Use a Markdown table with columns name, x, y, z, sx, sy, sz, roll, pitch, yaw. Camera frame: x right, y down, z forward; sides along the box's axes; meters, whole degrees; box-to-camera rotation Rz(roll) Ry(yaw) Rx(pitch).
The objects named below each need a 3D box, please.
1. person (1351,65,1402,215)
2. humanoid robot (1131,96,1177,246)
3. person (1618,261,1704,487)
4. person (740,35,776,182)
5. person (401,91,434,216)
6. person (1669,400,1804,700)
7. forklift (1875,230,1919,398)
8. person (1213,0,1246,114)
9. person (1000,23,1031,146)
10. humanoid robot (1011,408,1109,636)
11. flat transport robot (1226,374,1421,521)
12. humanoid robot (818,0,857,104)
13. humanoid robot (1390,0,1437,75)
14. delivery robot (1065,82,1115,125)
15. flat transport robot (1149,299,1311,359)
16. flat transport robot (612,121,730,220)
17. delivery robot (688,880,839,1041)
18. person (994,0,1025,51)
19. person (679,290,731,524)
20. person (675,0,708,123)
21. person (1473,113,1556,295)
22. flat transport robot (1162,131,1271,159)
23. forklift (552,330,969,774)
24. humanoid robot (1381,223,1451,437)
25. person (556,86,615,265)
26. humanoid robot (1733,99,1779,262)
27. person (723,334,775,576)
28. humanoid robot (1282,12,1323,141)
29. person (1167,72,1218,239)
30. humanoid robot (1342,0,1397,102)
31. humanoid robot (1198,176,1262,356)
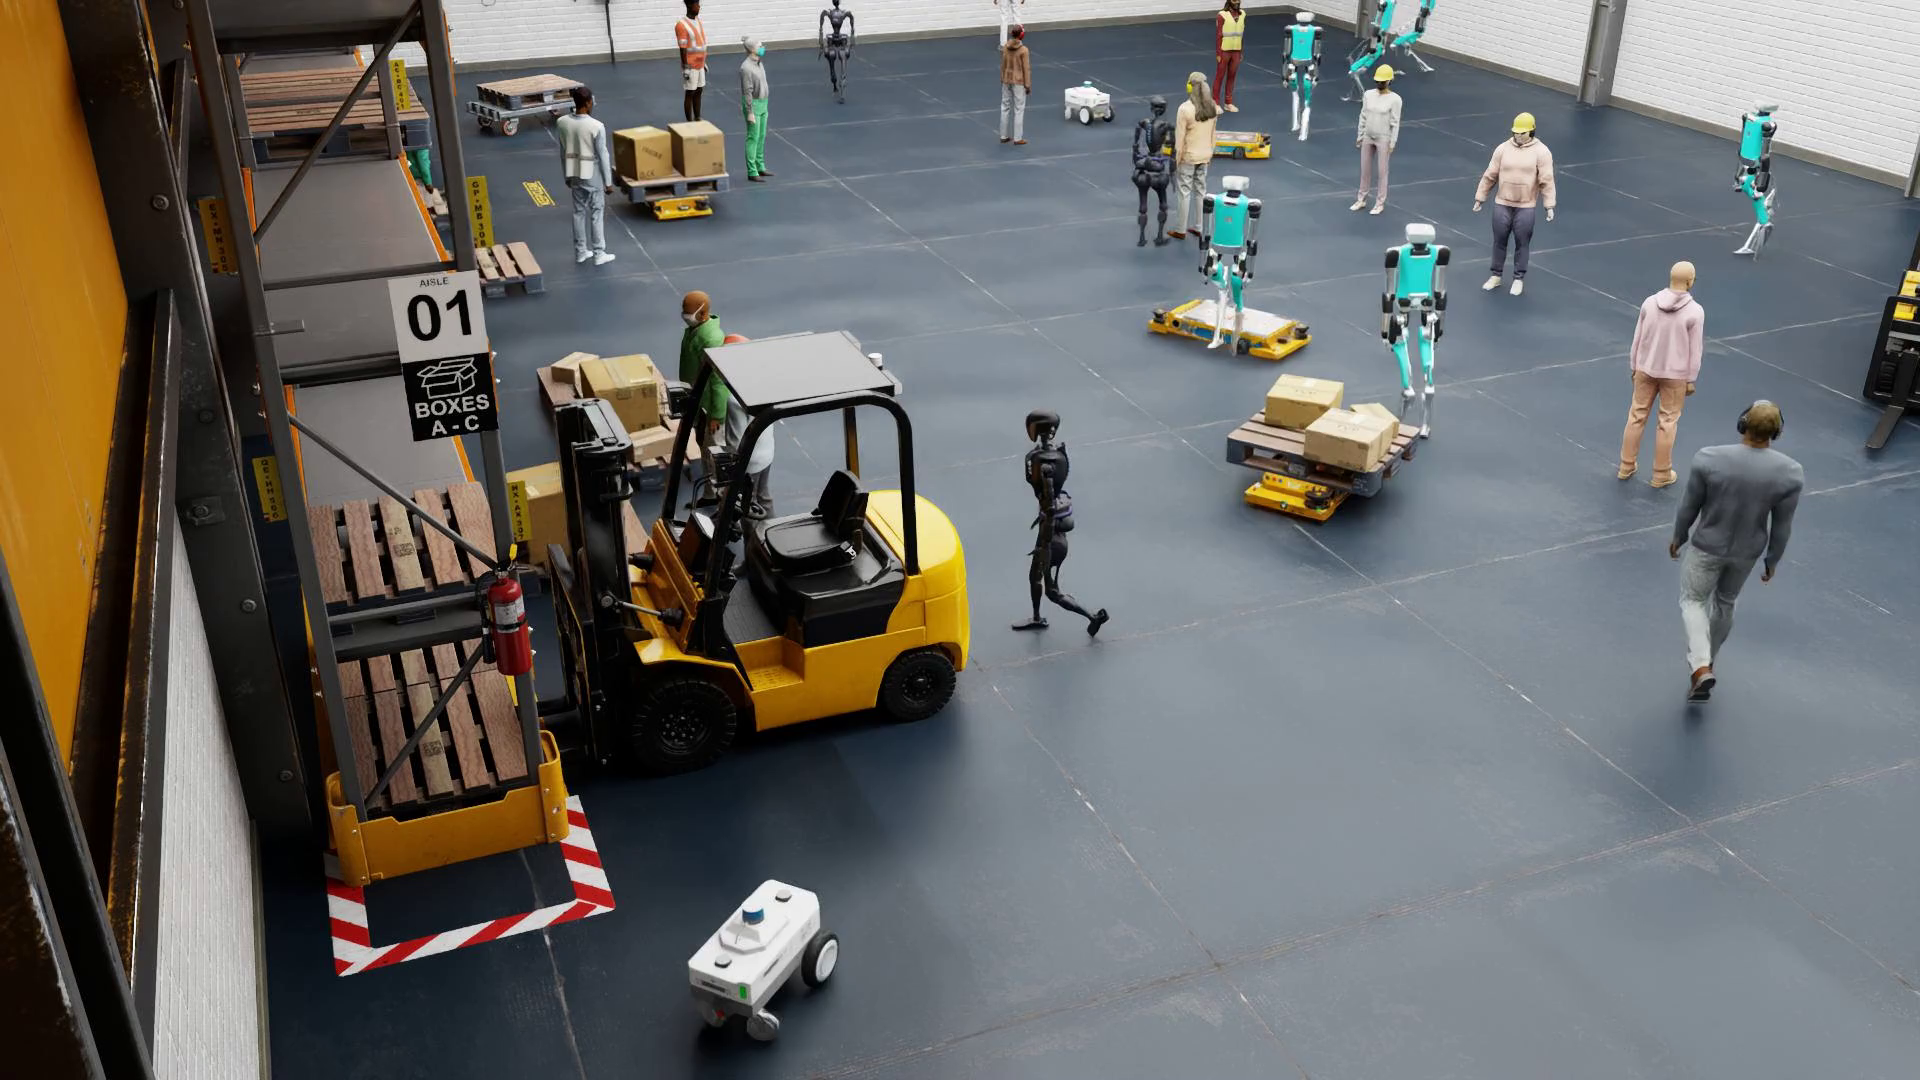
| name | x | y | z | sx | sy | sz | roll | pitch | yaw |
| --- | --- | --- | --- | --- | --- | --- | --- | --- | --- |
| person | 4.970 | -4.772 | 19.823 | 0.526 | 1.761 | 0.331 | 23 | 35 | 38 |
| humanoid robot | 2.152 | -4.134 | 18.656 | 0.583 | 1.643 | 0.375 | 17 | 31 | 30 |
| person | 5.413 | -1.271 | 12.832 | 0.525 | 1.780 | 0.404 | 22 | 34 | 37 |
| person | -2.597 | -5.511 | 21.211 | 0.332 | 1.829 | 0.523 | 7 | 28 | 14 |
| person | -5.913 | -3.947 | 18.089 | 0.406 | 1.843 | 0.500 | -19 | 33 | -34 |
| person | 4.639 | 0.065 | 10.033 | 0.633 | 1.911 | 0.798 | 5 | 27 | 9 |
| forklift | 9.029 | -2.397 | 14.618 | 1.214 | 2.155 | 2.313 | 18 | 32 | 32 |
| person | 4.005 | -7.271 | 24.782 | 0.467 | 1.767 | 0.377 | -12 | 29 | -22 |
| person | 0.757 | -6.280 | 22.947 | 0.473 | 1.642 | 0.334 | 16 | 31 | 29 |
| humanoid robot | 0.658 | -0.104 | 10.652 | 0.628 | 1.623 | 0.610 | 0 | 27 | 0 |
| flat transport robot | 2.838 | -0.554 | 13.089 | 0.659 | 0.231 | 1.431 | 17 | 31 | 30 |
| humanoid robot | -1.884 | -7.598 | 25.589 | 0.600 | 1.631 | 0.786 | 0 | 27 | 1 |
| humanoid robot | 7.345 | -8.403 | 27.064 | 0.949 | 1.733 | 0.554 | 10 | 29 | 20 |
| delivery robot | 1.890 | -6.412 | 24.442 | 0.506 | 0.611 | 0.783 | -18 | 32 | -32 |
| flat transport robot | 2.605 | -2.054 | 16.073 | 1.431 | 0.231 | 0.659 | 20 | 33 | 34 |
| flat transport robot | -3.537 | -4.201 | 20.344 | 0.659 | 0.231 | 1.431 | -11 | 29 | -21 |
| delivery robot | -0.927 | 1.943 | 7.826 | 0.524 | 0.614 | 0.785 | 13 | 29 | 23 |
| person | 0.873 | -9.562 | 29.214 | 0.572 | 1.882 | 0.357 | -5 | 27 | -9 |
| person | -1.866 | -0.989 | 12.271 | 0.386 | 1.783 | 0.538 | -13 | 30 | -25 |
| person | -3.749 | -6.716 | 23.459 | 0.368 | 1.966 | 0.601 | 9 | 28 | 17 |
| person | 5.731 | -3.478 | 17.142 | 0.816 | 1.856 | 0.435 | 15 | 30 | 28 |
| flat transport robot | 3.518 | -5.419 | 22.765 | 1.431 | 0.231 | 0.659 | 5 | 27 | 10 |
| forklift | -1.094 | 0.010 | 9.831 | 2.313 | 2.155 | 1.214 | -10 | 28 | -20 |
| humanoid robot | 3.746 | -1.638 | 13.637 | 0.543 | 1.812 | 0.722 | -1 | 27 | -2 |
| person | -4.040 | -3.921 | 17.967 | 0.600 | 1.907 | 0.398 | 11 | 29 | 20 |
| humanoid robot | 8.784 | -3.859 | 18.147 | 0.713 | 1.886 | 0.537 | -3 | 27 | -6 |
| person | -1.476 | -0.589 | 11.522 | 0.351 | 1.738 | 0.571 | 8 | 28 | 16 |
| humanoid robot | 4.809 | -6.527 | 23.377 | 0.537 | 1.806 | 0.773 | 8 | 28 | 16 |
| person | 2.659 | -4.345 | 18.860 | 0.565 | 1.867 | 0.414 | -15 | 30 | -27 |
| humanoid robot | 6.163 | -7.470 | 25.330 | 0.785 | 1.893 | 0.549 | 16 | 31 | 29 |
| humanoid robot | 2.505 | -2.506 | 15.449 | 0.553 | 1.885 | 0.744 | 8 | 28 | 15 |
